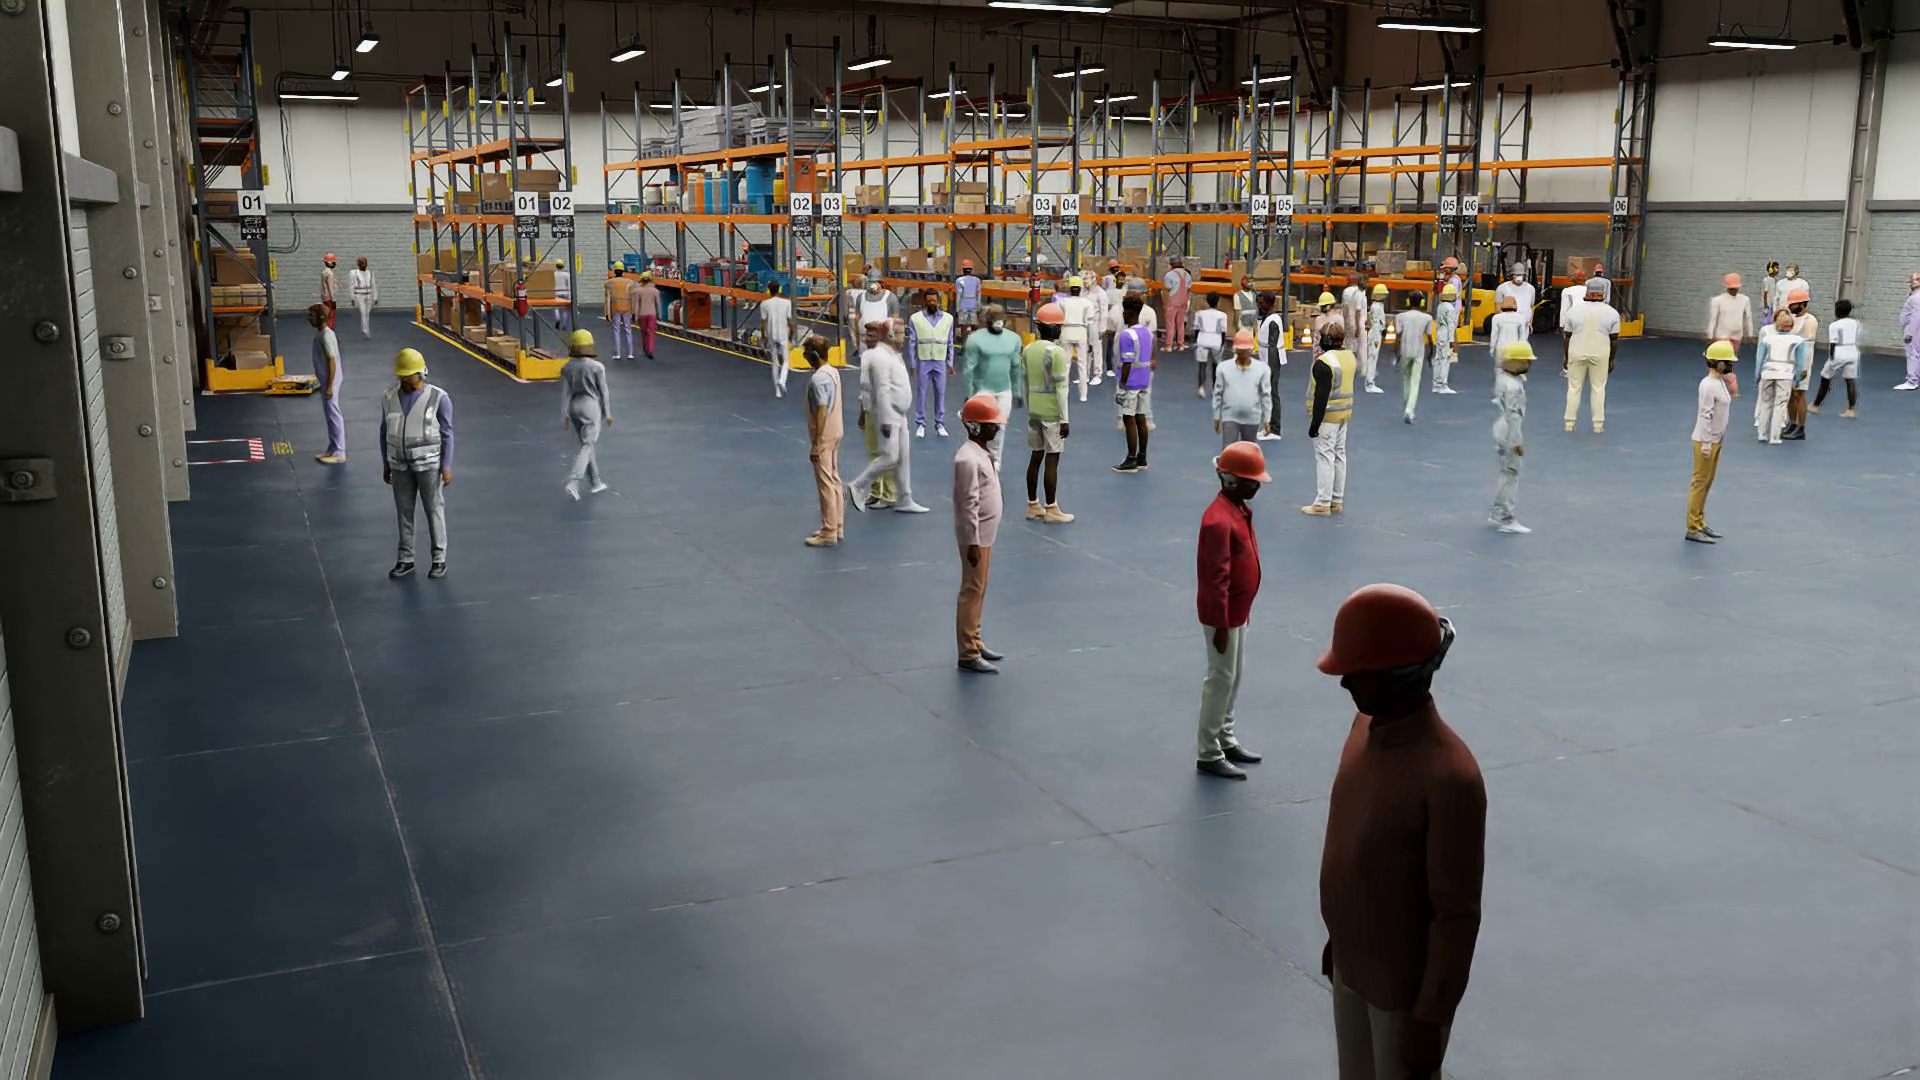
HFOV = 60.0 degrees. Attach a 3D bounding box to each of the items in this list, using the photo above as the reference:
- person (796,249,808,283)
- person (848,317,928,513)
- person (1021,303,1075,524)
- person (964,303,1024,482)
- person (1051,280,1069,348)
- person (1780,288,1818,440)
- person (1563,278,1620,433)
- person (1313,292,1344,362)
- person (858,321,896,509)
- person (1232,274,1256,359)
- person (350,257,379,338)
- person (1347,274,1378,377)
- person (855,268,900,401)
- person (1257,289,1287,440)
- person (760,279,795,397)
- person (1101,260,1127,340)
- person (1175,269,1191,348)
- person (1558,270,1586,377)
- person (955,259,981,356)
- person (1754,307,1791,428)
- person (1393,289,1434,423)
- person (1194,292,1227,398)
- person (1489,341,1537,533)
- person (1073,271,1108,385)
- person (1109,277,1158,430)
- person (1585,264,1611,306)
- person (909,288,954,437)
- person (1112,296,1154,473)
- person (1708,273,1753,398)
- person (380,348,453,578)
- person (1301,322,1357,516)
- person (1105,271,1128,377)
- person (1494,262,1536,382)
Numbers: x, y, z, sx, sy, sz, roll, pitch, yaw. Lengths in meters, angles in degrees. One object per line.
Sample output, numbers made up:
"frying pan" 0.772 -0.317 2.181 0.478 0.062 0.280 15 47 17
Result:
"person" -5.064 -8.282 52.388 0.573 1.741 0.355 -2 11 -12
"person" -0.680 -1.170 15.854 0.682 1.889 0.689 3 11 13
"person" 0.822 -1.170 15.469 0.377 2.045 0.605 -7 13 -33
"person" 0.371 -1.573 17.823 0.641 1.921 0.427 -5 12 -22
"person" 1.827 -4.092 31.377 0.487 1.621 0.547 10 15 42
"person" 10.666 -2.244 21.246 0.391 1.923 0.554 0 11 -2
"person" 8.301 -2.438 21.922 0.683 2.000 0.535 4 12 20
"person" 5.241 -2.652 23.741 0.342 1.756 0.534 -8 14 -35
"person" -0.778 -1.221 16.265 0.395 1.840 0.566 -8 13 -34
"person" 4.838 -3.601 28.329 0.375 1.843 0.574 10 15 40
"person" -13.633 -5.559 38.217 0.645 1.865 0.605 9 15 40
"person" 6.976 -3.775 29.284 0.768 1.824 0.537 1 11 8
"person" -1.297 -3.137 25.475 0.688 2.000 0.539 2 11 12
"person" 3.961 -2.234 21.235 0.398 1.910 0.587 0 11 0
"person" -2.842 -3.134 25.932 0.533 1.851 0.466 0 11 1
"person" 3.270 -4.974 35.219 0.540 1.896 0.858 -1 11 -4
"person" 4.755 -4.932 35.501 0.319 1.687 0.538 -2 11 -8
"person" 10.837 -3.804 29.264 0.584 1.882 0.345 0 11 2
"person" 0.145 -4.697 33.664 0.552 1.936 0.358 -5 12 -24
"person" 10.997 -2.322 22.387 0.521 1.632 0.314 5 12 24
"person" 6.259 -2.536 22.961 0.528 1.836 0.916 5 12 23
"person" 3.906 -3.051 26.022 0.533 1.654 0.864 3 12 17
"person" 5.004 -0.928 15.021 0.361 1.734 0.528 3 12 15
"person" 2.187 -3.564 27.982 0.401 1.910 0.642 -9 14 -37
"person" 2.338 -2.475 22.111 0.685 2.000 0.537 7 13 32
"person" 14.011 -5.184 36.609 0.560 1.752 0.324 1 11 7
"person" -0.369 -2.292 21.488 0.598 1.917 0.378 -2 11 -12
"person" 1.921 -1.735 18.537 0.361 1.964 0.617 7 13 33
"person" 12.124 -3.243 26.252 0.651 1.956 0.952 -1 11 -4
"person" -4.309 -0.606 13.165 0.586 1.823 0.403 1 11 6
"person" 3.524 -1.158 15.924 0.429 1.844 0.625 9 14 38
"person" 2.796 -3.818 29.391 0.507 1.865 0.329 -6 12 -26
"person" 9.492 -3.714 28.407 0.683 2.000 0.536 0 11 0
